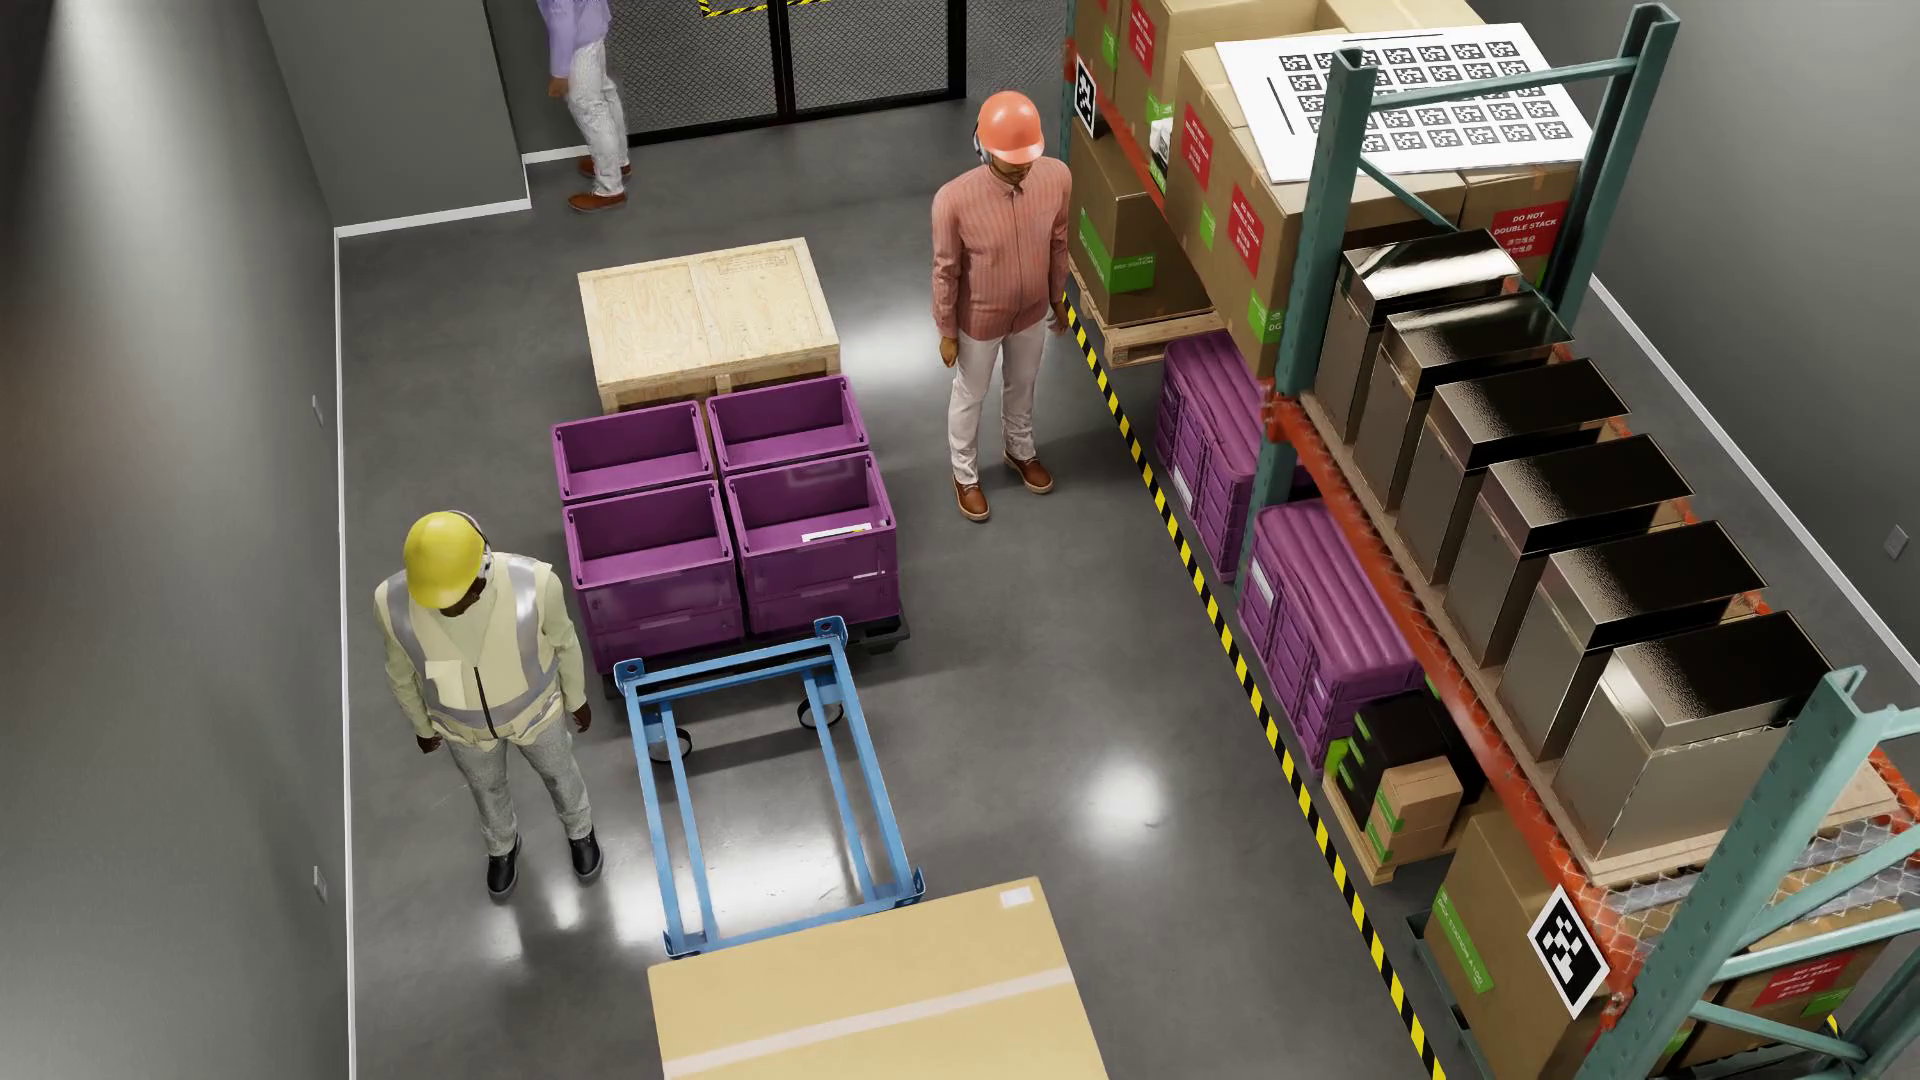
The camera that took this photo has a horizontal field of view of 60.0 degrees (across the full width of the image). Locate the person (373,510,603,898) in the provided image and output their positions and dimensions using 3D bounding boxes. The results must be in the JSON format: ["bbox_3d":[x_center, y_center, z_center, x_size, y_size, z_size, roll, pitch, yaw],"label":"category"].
[{"bbox_3d":[-1.517,0.549,5.460,0.600,1.820,0.404,-9,48,-8],"label":"person"}]

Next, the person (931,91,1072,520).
[{"bbox_3d":[0.175,-0.925,6.699,0.612,1.995,0.382,-23,51,-19],"label":"person"}]

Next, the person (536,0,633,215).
[{"bbox_3d":[-1.900,-2.489,8.180,0.366,1.934,0.668,0,47,0],"label":"person"}]
